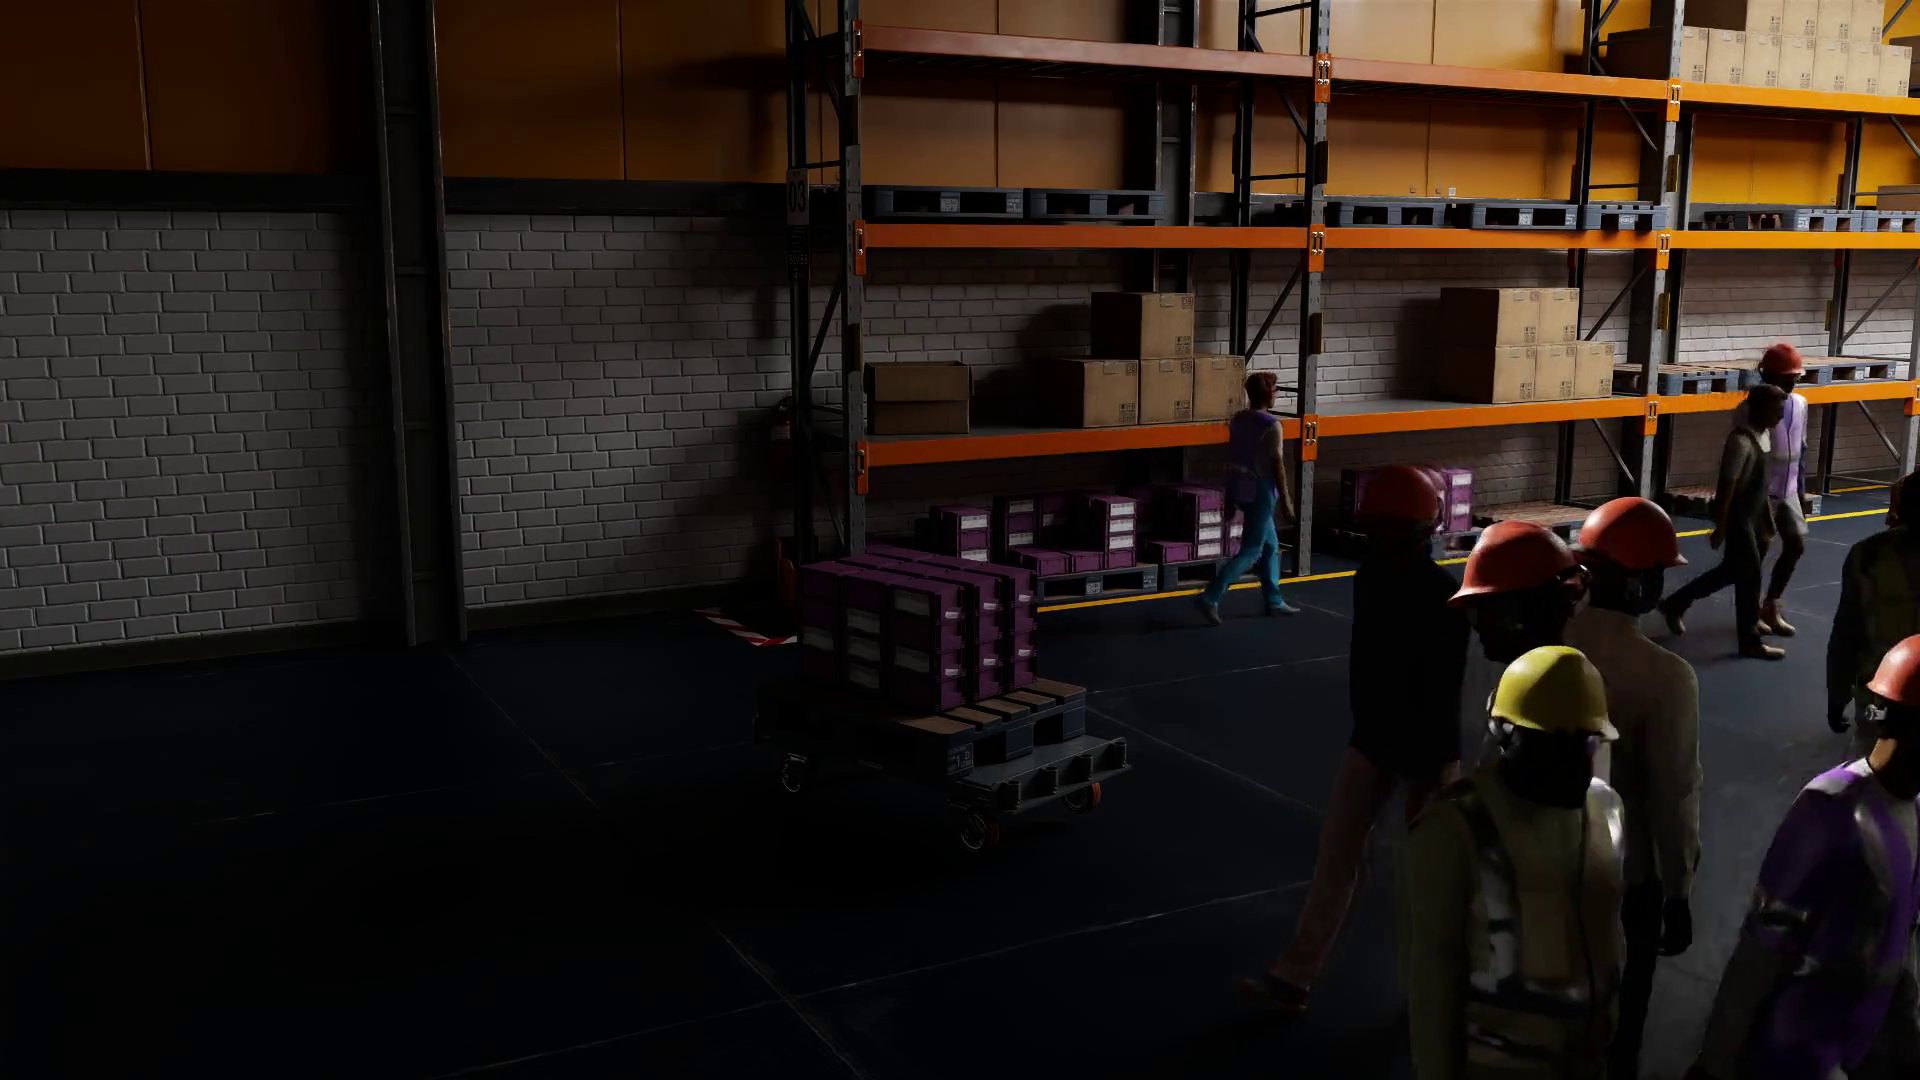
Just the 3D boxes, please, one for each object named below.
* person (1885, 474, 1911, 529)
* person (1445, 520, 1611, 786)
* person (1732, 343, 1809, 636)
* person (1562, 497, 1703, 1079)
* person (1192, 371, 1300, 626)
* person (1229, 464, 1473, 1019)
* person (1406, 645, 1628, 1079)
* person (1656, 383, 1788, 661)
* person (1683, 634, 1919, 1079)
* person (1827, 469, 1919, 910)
[{"bbox_3d":[5.472,0.188,9.351,0.316,1.695,0.542,-5,11,-28],"label":"person"},{"bbox_3d":[1.406,0.962,3.994,0.579,2.013,0.631,5,11,26],"label":"person"},{"bbox_3d":[5.614,-0.333,11.400,0.659,2.021,0.525,-4,10,-20],"label":"person"},{"bbox_3d":[1.760,0.868,4.575,0.388,1.992,0.625,-5,11,-28],"label":"person"},{"bbox_3d":[2.058,-0.296,11.824,0.898,1.811,0.573,-3,10,-17],"label":"person"},{"bbox_3d":[1.461,0.707,5.666,1.044,1.935,0.647,-4,11,-23],"label":"person"},{"bbox_3d":[1.234,1.105,3.801,0.600,1.806,0.760,-4,11,-22],"label":"person"},{"bbox_3d":[5.035,-0.139,10.942,0.819,1.816,0.560,8,13,40],"label":"person"},{"bbox_3d":[1.920,1.097,3.669,1.049,1.848,0.550,8,12,37],"label":"person"},{"bbox_3d":[3.704,0.625,6.455,0.649,1.828,0.432,9,13,41],"label":"person"}]
